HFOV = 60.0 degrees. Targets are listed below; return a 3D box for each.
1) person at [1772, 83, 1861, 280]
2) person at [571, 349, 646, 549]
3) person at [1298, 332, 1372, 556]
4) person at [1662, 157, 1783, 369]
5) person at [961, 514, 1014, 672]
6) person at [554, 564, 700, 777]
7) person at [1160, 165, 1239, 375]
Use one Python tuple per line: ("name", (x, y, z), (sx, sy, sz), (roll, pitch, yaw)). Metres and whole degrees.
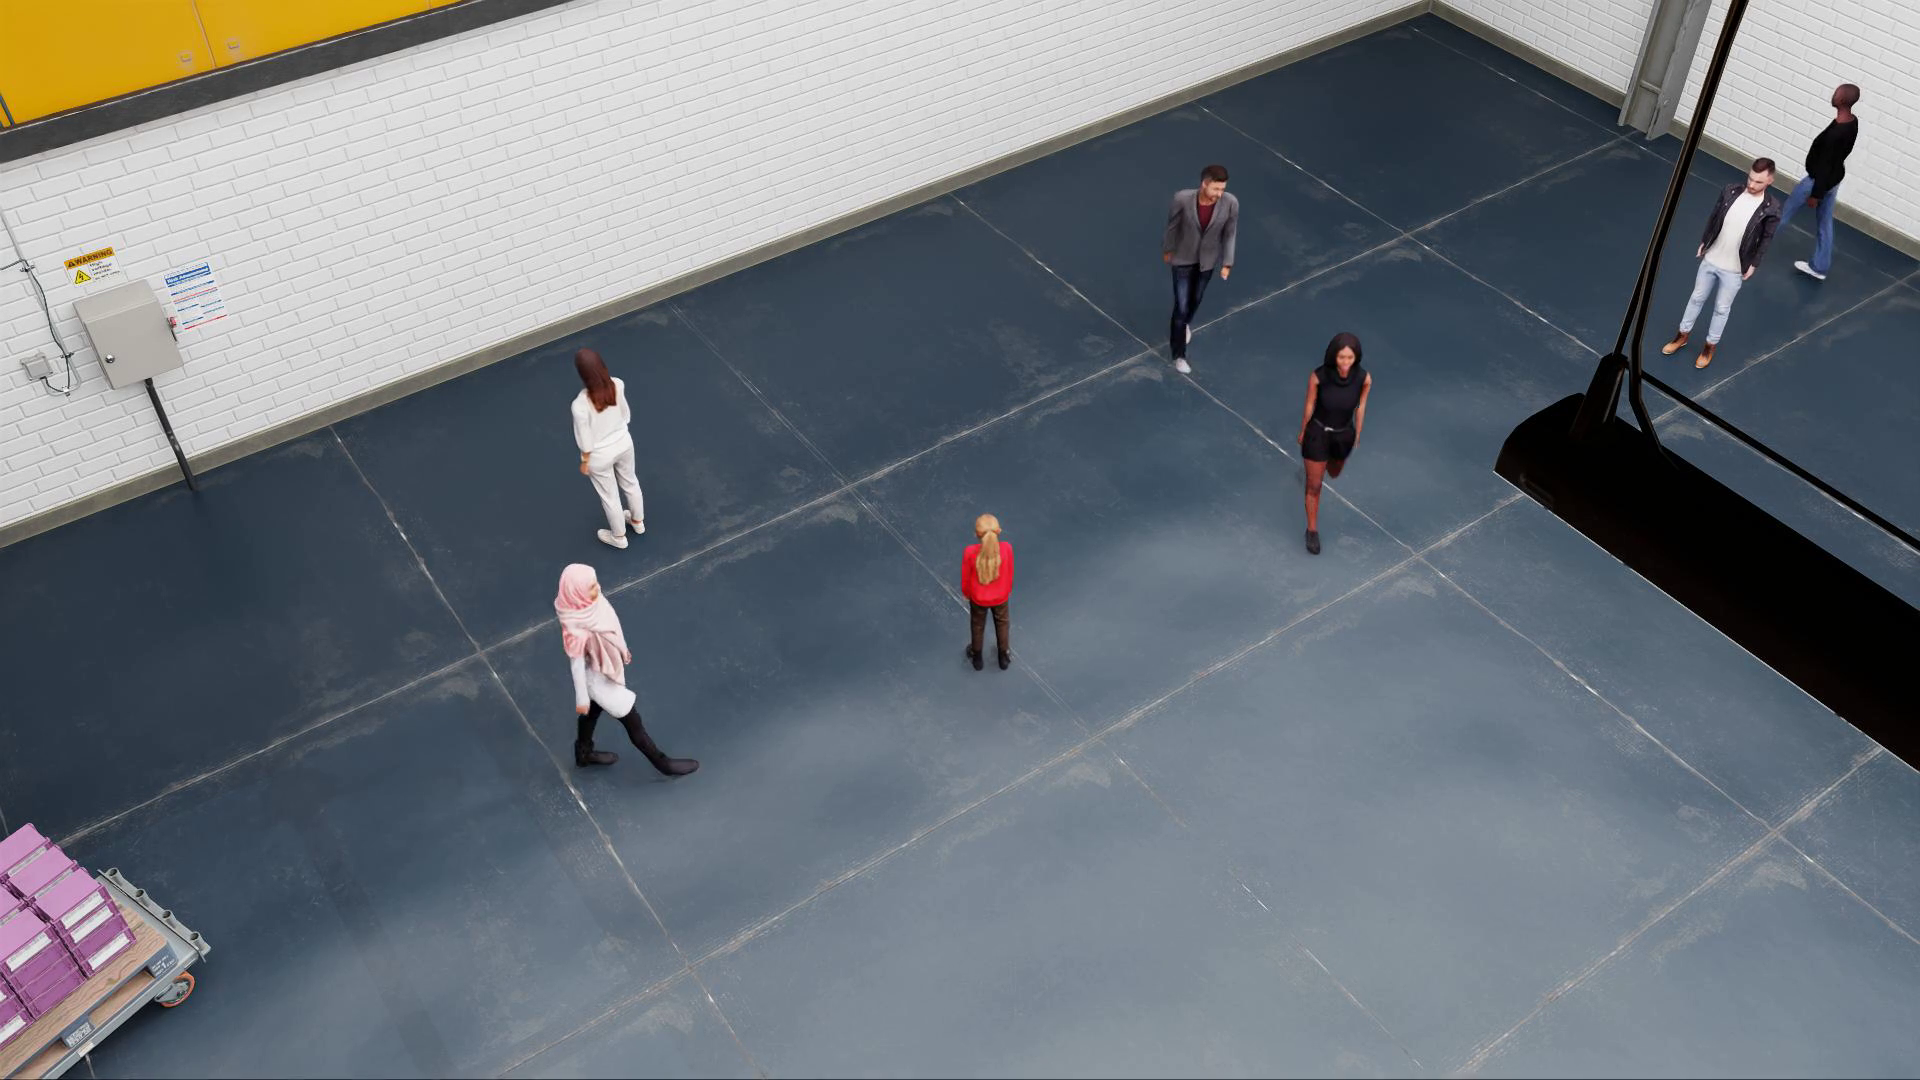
("person", (7.375, -2.982, 14.074), (0.679, 1.702, 1.117), (-32, 52, -29))
("person", (-2.460, -0.645, 11.631), (0.629, 1.689, 0.655), (29, 51, 27))
("person", (2.589, -0.768, 11.740), (0.954, 1.716, 1.132), (-1, 44, -1))
("person", (6.084, -2.227, 13.184), (0.554, 1.836, 0.754), (34, 53, 30))
("person", (0.191, 0.347, 10.888), (0.570, 1.278, 0.601), (-4, 44, -4))
("person", (-2.262, 0.816, 10.036), (1.051, 1.774, 1.088), (-1, 44, -1))
("person", (1.839, -2.273, 13.247), (1.020, 1.816, 1.180), (1, 44, 1))
